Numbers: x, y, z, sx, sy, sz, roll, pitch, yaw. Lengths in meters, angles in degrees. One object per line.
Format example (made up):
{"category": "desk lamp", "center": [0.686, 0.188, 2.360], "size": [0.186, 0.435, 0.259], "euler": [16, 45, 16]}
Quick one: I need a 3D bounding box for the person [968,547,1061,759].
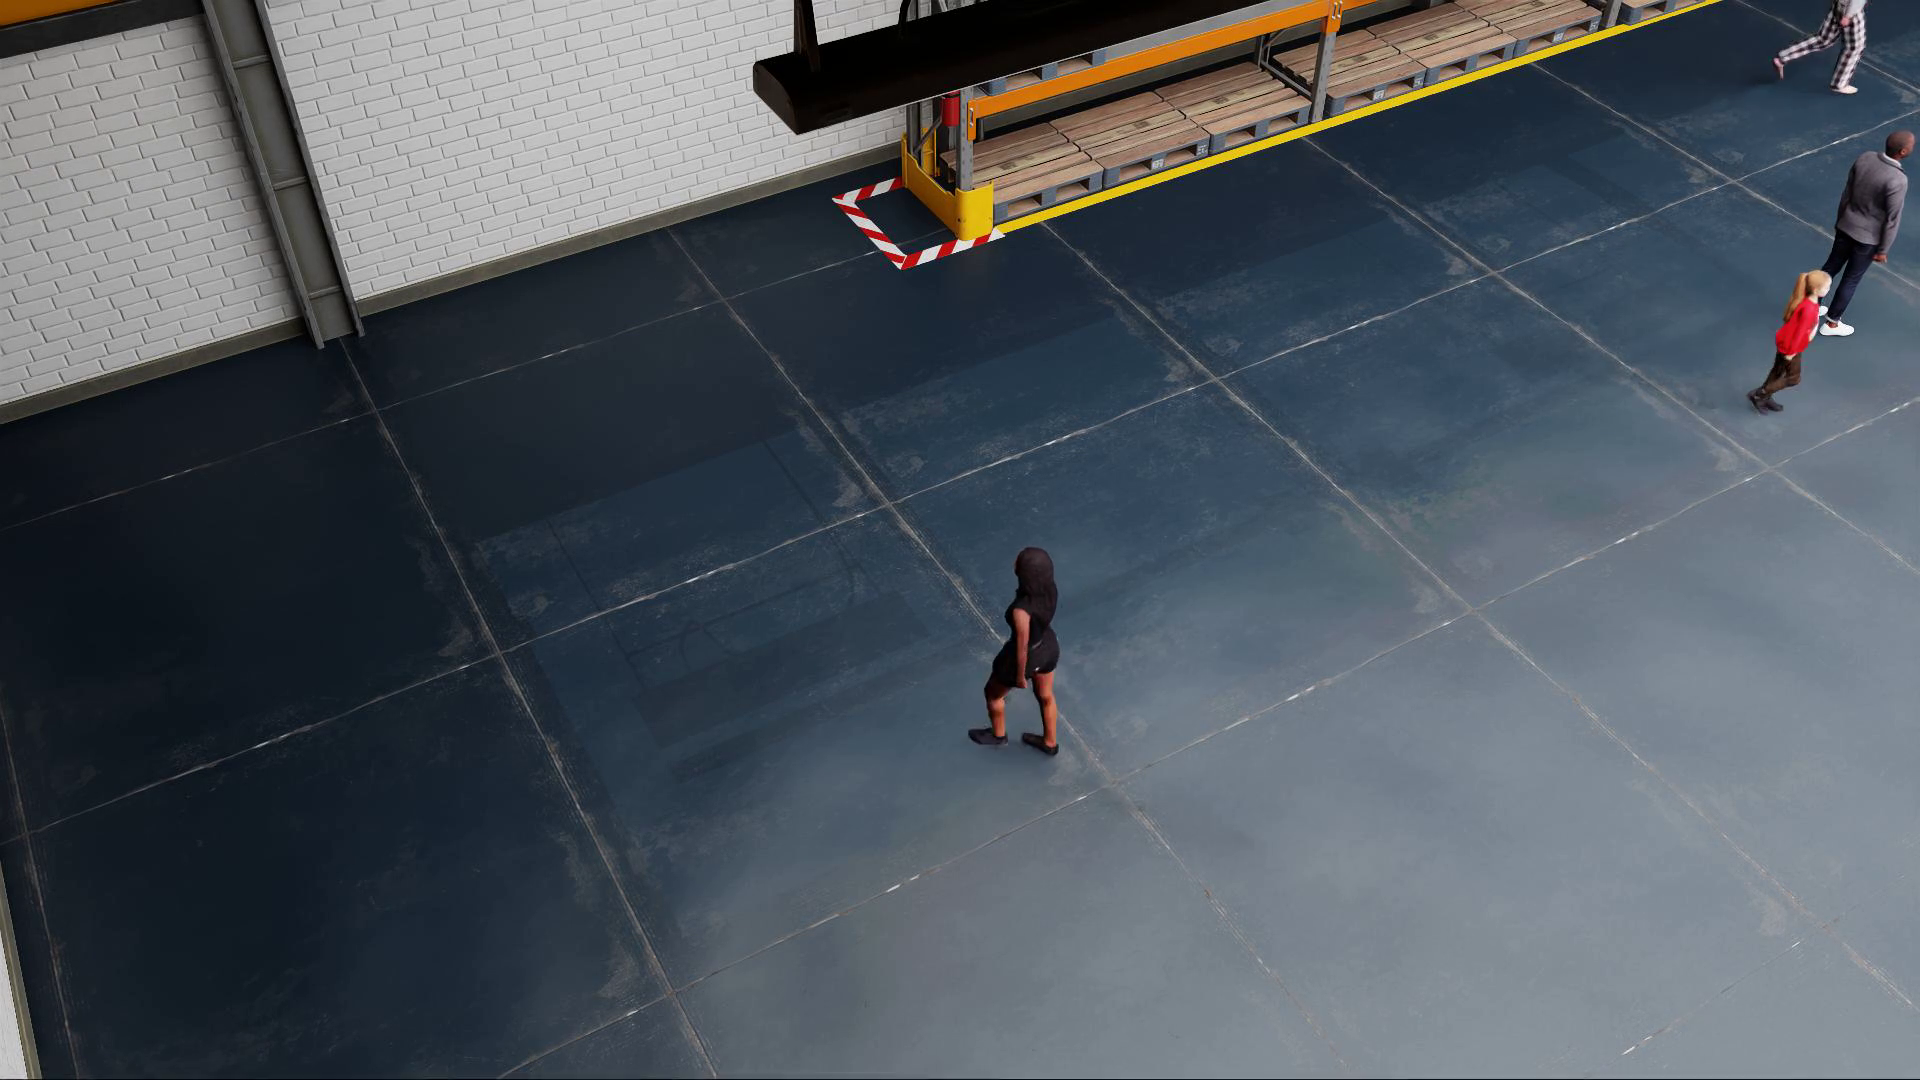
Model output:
{"category": "person", "center": [0.502, 0.743, 10.048], "size": [0.890, 1.720, 0.870], "euler": [20, 47, 20]}

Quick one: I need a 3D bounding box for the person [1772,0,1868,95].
{"category": "person", "center": [8.599, -5.244, 16.266], "size": [1.168, 1.811, 1.048], "euler": [6, 44, 7]}

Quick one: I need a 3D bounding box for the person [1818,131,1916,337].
{"category": "person", "center": [7.220, -2.470, 13.349], "size": [0.670, 1.818, 0.762], "euler": [-13, 45, -13]}

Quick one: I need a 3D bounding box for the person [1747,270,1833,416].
{"category": "person", "center": [6.309, -1.510, 12.735], "size": [0.668, 1.276, 0.604], "euler": [15, 46, 15]}
